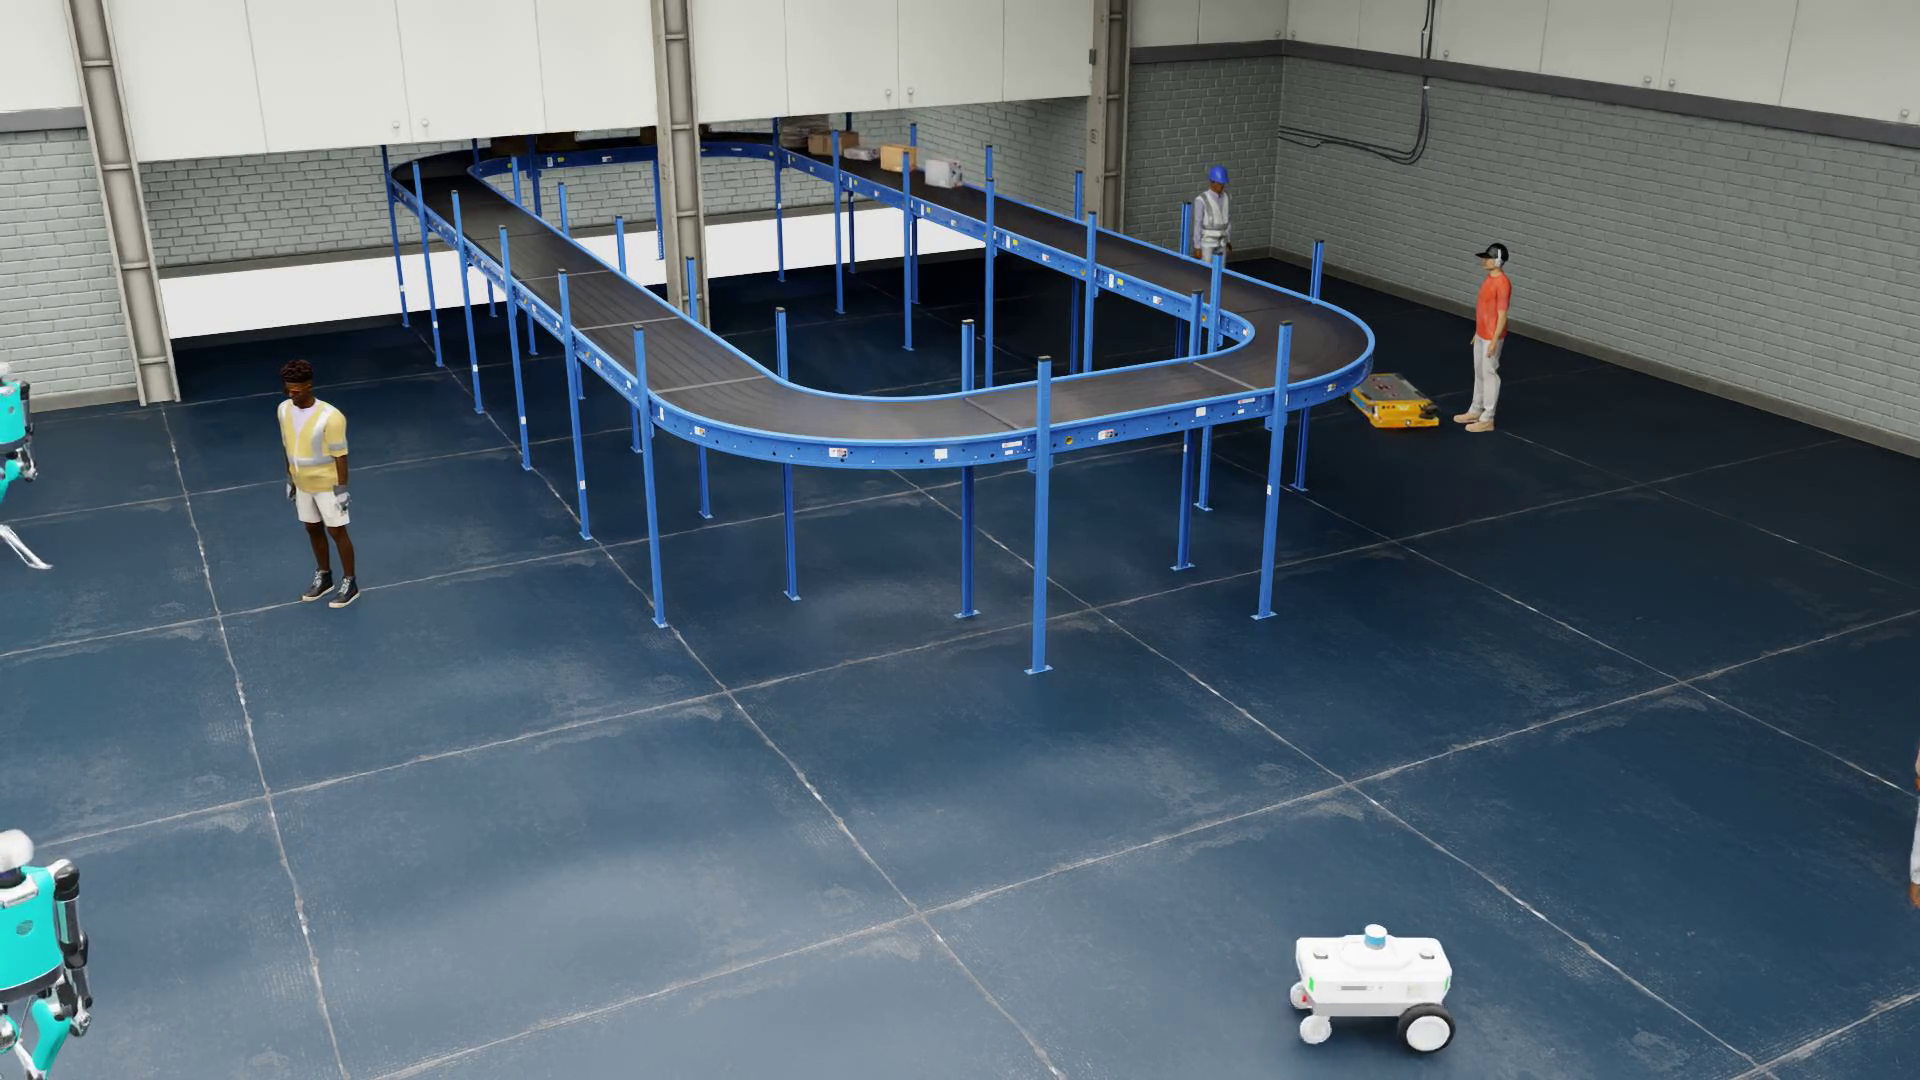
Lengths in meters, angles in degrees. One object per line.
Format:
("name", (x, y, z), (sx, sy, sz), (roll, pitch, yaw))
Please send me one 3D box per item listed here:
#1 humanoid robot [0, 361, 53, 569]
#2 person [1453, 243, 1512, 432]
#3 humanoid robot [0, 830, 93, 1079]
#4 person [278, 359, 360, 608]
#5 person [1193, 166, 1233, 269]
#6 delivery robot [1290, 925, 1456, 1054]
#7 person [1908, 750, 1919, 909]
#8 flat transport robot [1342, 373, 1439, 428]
("humanoid robot", (-7.920, -0.599, 13.450), (0.995, 1.774, 0.530), (7, 23, 16))
("person", (5.283, -2.036, 16.720), (0.396, 1.912, 0.474), (-2, 22, -4))
("humanoid robot", (-4.034, 1.967, 7.084), (1.034, 1.741, 0.552), (17, 27, 35))
("person", (-4.915, -0.442, 12.721), (0.602, 1.957, 0.377), (10, 24, 22))
("person", (3.177, -3.732, 20.882), (0.619, 1.932, 0.415), (-16, 27, -34))
("delivery robot", (2.043, 2.170, 8.149), (0.784, 0.608, 0.499), (0, 22, 0))
("person", (5.377, 1.259, 8.932), (0.516, 1.642, 0.410), (3, 22, 8))
("flat transport robot", (4.489, -1.487, 17.551), (0.659, 0.231, 1.431), (-2, 22, -5))
